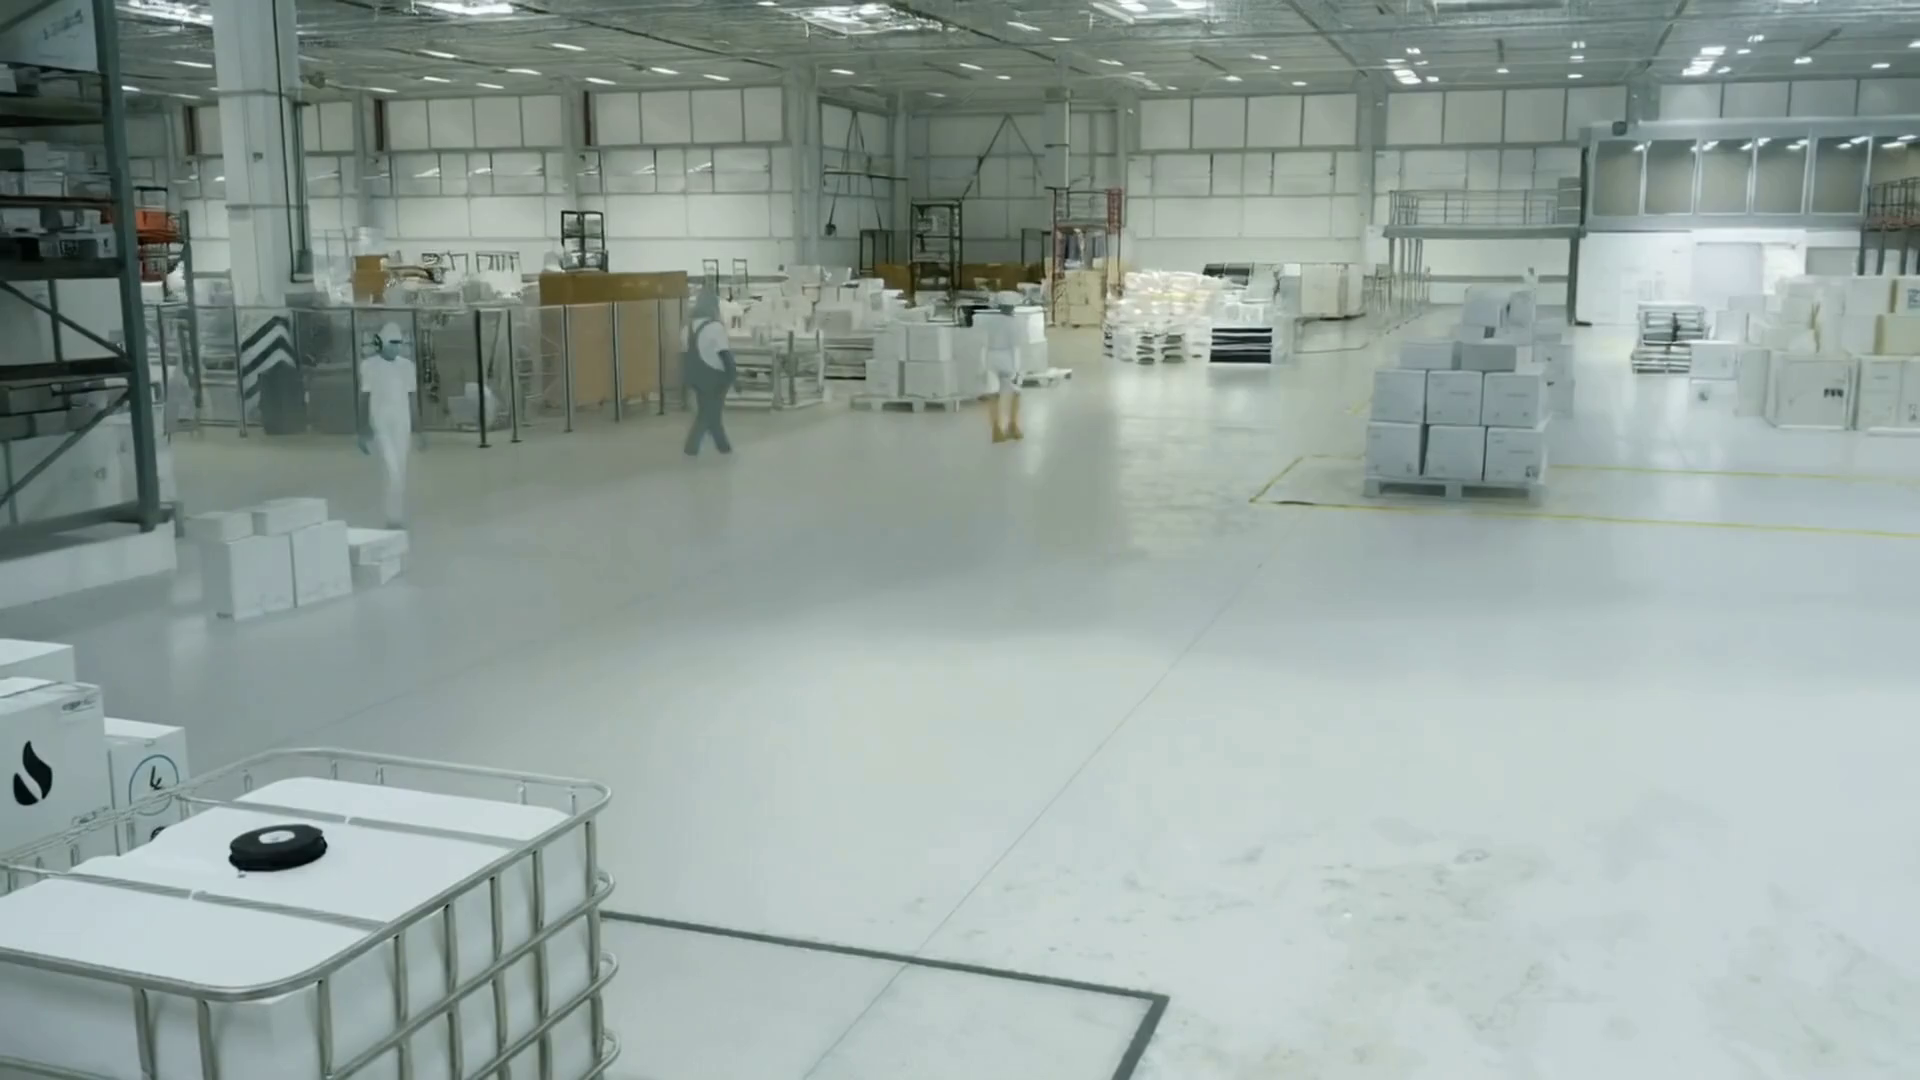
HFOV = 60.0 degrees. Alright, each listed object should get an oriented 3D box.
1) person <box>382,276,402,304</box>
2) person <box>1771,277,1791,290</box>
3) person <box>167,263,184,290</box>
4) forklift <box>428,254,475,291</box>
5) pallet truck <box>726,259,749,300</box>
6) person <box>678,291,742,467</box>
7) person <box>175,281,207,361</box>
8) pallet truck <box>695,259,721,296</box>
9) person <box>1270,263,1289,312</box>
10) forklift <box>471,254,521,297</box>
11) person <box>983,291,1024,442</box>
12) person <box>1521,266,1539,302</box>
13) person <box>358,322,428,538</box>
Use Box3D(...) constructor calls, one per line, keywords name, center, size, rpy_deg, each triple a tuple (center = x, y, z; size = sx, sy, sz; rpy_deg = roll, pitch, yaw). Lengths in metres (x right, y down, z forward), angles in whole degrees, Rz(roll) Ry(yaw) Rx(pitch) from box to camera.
Box3D(name="person", center=(-13.604, -5.462, 40.009), size=(0.558, 1.744, 0.540), rpy_deg=(9, 13, 41))
Box3D(name="person", center=(13.158, -3.210, 26.661), size=(0.609, 1.989, 0.391), rpy_deg=(-10, 14, -43))
Box3D(name="person", center=(-26.639, -8.504, 56.768), size=(0.671, 1.879, 0.731), rpy_deg=(4, 11, 24))
Box3D(name="forklift", center=(-20.133, -10.254, 65.465), size=(1.157, 1.987, 2.680), rpy_deg=(3, 11, 19))
Box3D(name="pallet truck", center=(-7.986, -9.493, 62.019), size=(0.823, 1.965, 1.885), rpy_deg=(3, 11, 17))
Box3D(name="person", center=(-2.879, -1.866, 18.946), size=(0.685, 2.000, 1.028), rpy_deg=(10, 14, 44))
Box3D(name="person", center=(-14.892, -4.077, 32.048), size=(0.820, 1.799, 0.615), rpy_deg=(4, 11, 21))
Box3D(name="pallet truck", center=(-9.165, -9.627, 62.776), size=(0.823, 1.965, 1.885), rpy_deg=(4, 11, 23))
Box3D(name="person", center=(8.462, -6.336, 44.163), size=(0.532, 2.017, 0.626), rpy_deg=(-7, 12, -33))
Box3D(name="forklift", center=(-17.990, -10.121, 64.684), size=(1.157, 1.987, 2.680), rpy_deg=(3, 11, 17))
Box3D(name="person", center=(0.592, -2.217, 21.267), size=(0.568, 1.913, 0.702), rpy_deg=(6, 12, 30))
Box3D(name="person", center=(17.594, -7.525, 51.359), size=(0.575, 1.853, 0.907), rpy_deg=(5, 11, 25))
Box3D(name="person", center=(-4.808, -0.922, 14.148), size=(0.452, 1.853, 0.563), rpy_deg=(10, 14, 43))
